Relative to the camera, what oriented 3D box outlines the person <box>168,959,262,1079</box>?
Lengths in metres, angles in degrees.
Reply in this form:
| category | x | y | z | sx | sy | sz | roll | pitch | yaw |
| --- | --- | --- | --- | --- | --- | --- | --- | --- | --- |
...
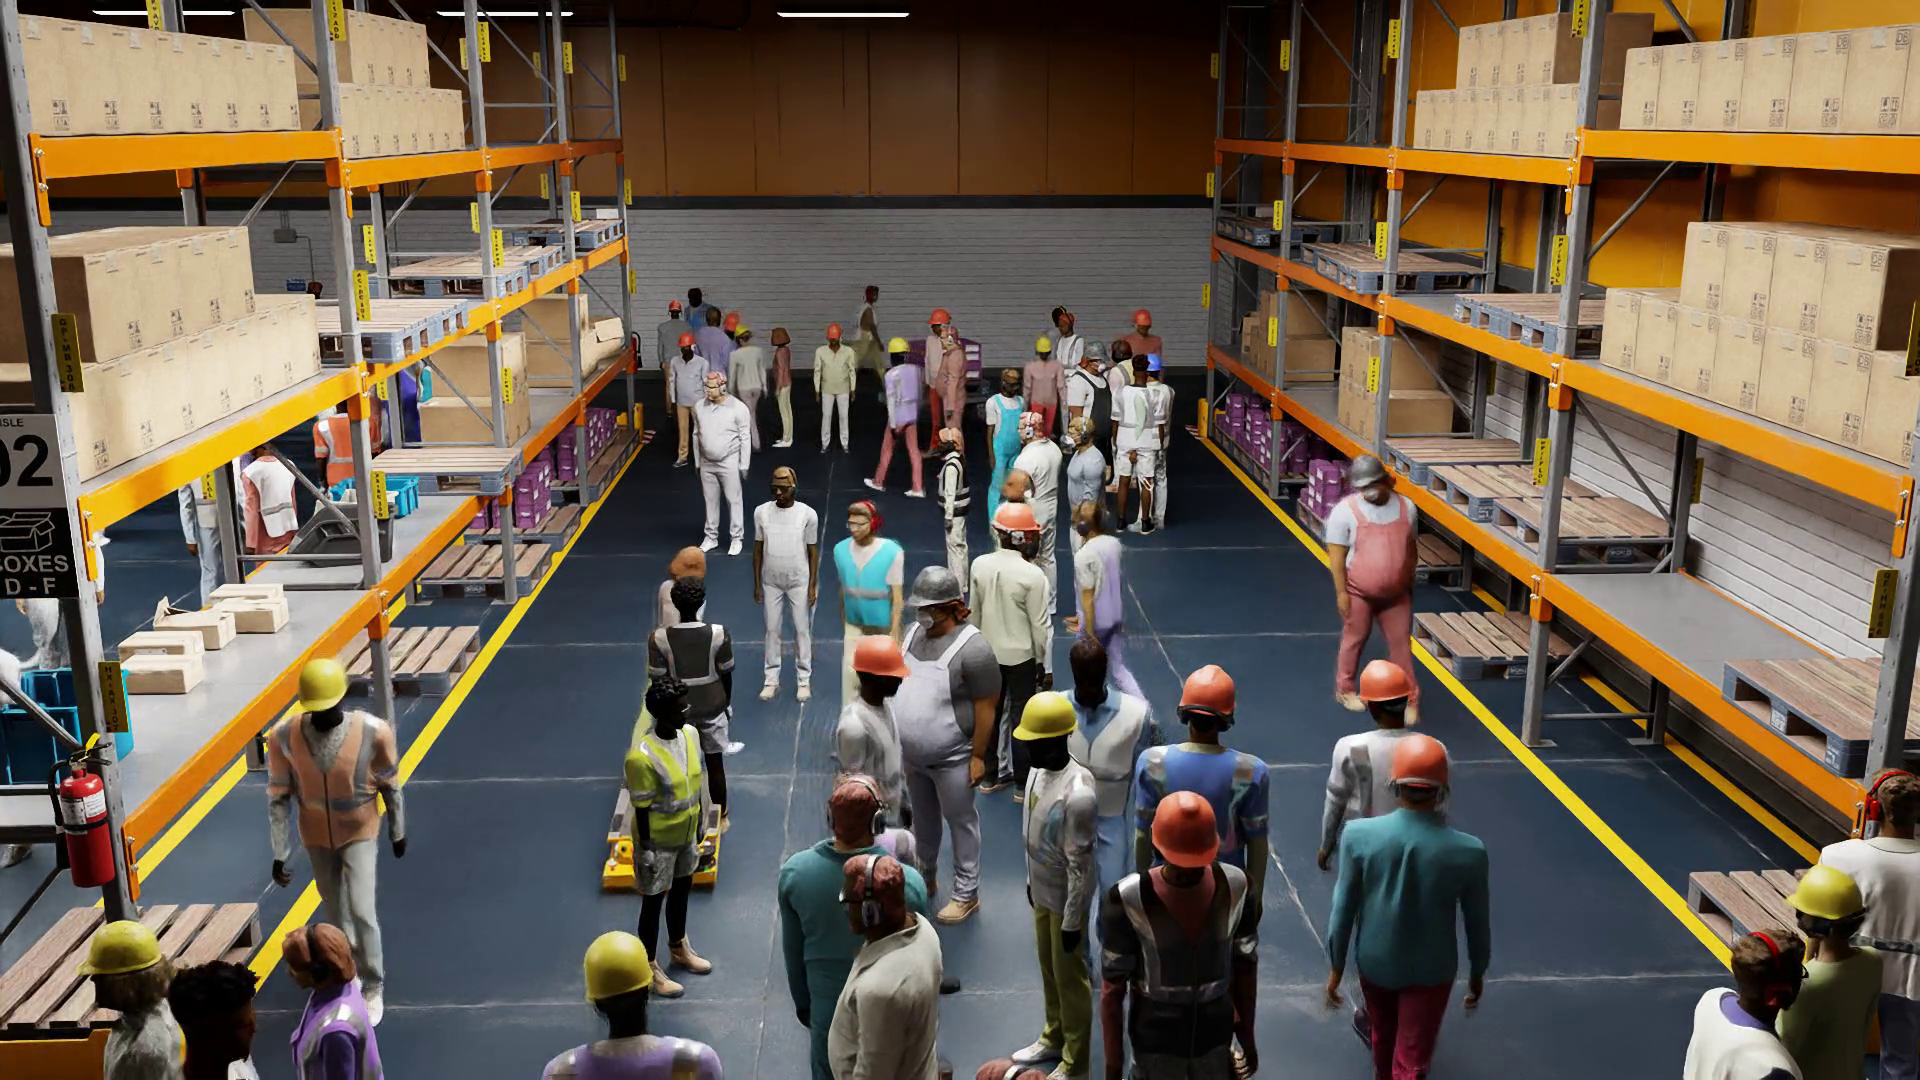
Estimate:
| category | x | y | z | sx | sy | sz | roll | pitch | yaw |
| --- | --- | --- | --- | --- | --- | --- | --- | --- | --- |
| person | -2.327 | 2.225 | 5.209 | 0.663 | 1.938 | 0.610 | 0 | 14 | -2 |

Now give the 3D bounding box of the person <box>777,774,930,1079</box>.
| category | x | y | z | sx | sy | sz | roll | pitch | yaw |
| --- | --- | --- | --- | --- | --- | --- | --- | --- | --- |
| person | -0.391 | 1.854 | 6.712 | 0.643 | 1.908 | 0.411 | 4 | 15 | 16 |

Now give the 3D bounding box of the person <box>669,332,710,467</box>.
| category | x | y | z | sx | sy | sz | roll | pitch | yaw |
| --- | --- | --- | --- | --- | --- | --- | --- | --- | --- |
| person | -3.470 | -1.794 | 21.329 | 0.563 | 1.753 | 0.335 | 4 | 15 | 15 |

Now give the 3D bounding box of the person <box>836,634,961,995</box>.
| category | x | y | z | sx | sy | sz | roll | pitch | yaw |
| --- | --- | --- | --- | --- | --- | --- | --- | --- | --- |
| person | -0.441 | 1.385 | 8.570 | 0.905 | 1.893 | 0.558 | 4 | 15 | 14 |

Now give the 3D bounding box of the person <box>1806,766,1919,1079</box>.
| category | x | y | z | sx | sy | sz | roll | pitch | yaw |
| --- | --- | --- | --- | --- | --- | --- | --- | --- | --- |
| person | 3.802 | 1.843 | 6.898 | 0.560 | 1.836 | 0.394 | 4 | 15 | 15 |

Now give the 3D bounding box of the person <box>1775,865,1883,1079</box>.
| category | x | y | z | sx | sy | sz | roll | pitch | yaw |
| --- | --- | --- | --- | --- | --- | --- | --- | --- | --- |
| person | 3.179 | 2.052 | 6.224 | 0.526 | 1.762 | 0.339 | -7 | 16 | -27 |

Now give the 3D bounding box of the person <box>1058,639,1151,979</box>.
| category | x | y | z | sx | sy | sz | roll | pitch | yaw |
| --- | --- | --- | --- | --- | --- | --- | --- | --- | --- |
| person | 0.662 | 1.406 | 8.483 | 0.618 | 1.898 | 0.443 | 2 | 14 | 9 |

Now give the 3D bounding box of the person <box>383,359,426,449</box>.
| category | x | y | z | sx | sy | sz | roll | pitch | yaw |
| --- | --- | --- | --- | --- | --- | --- | --- | --- | --- |
| person | -7.061 | -1.910 | 21.215 | 0.694 | 2.000 | 0.753 | 0 | 14 | 1 |

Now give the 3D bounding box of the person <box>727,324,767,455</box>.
| category | x | y | z | sx | sy | sz | roll | pitch | yaw |
| --- | --- | --- | --- | --- | --- | --- | --- | --- | --- |
| person | -2.894 | -2.029 | 22.287 | 0.541 | 1.728 | 0.812 | -11 | 18 | -37 |

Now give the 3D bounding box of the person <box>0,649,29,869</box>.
| category | x | y | z | sx | sy | sz | roll | pitch | yaw |
| --- | --- | --- | --- | --- | --- | --- | --- | --- | --- |
| person | -5.756 | 1.191 | 9.668 | 0.594 | 1.713 | 0.851 | -1 | 14 | -3 |

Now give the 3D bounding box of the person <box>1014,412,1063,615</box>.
| category | x | y | z | sx | sy | sz | roll | pitch | yaw |
| --- | --- | --- | --- | --- | --- | --- | --- | --- | --- |
| person | 0.648 | -0.202 | 14.807 | 0.400 | 1.900 | 0.648 | 9 | 17 | 32 |

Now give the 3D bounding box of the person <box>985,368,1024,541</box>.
| category | x | y | z | sx | sy | sz | roll | pitch | yaw |
| --- | --- | --- | --- | --- | --- | --- | --- | --- | --- |
| person | 0.500 | -0.919 | 17.726 | 0.506 | 1.843 | 0.346 | -12 | 19 | -40 |

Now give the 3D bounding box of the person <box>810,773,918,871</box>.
| category | x | y | z | sx | sy | sz | roll | pitch | yaw |
| --- | --- | --- | --- | --- | --- | --- | --- | --- | --- |
| person | -0.422 | 1.816 | 7.442 | 0.526 | 1.613 | 0.702 | -3 | 15 | -12 |

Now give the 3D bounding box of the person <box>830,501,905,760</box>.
| category | x | y | z | sx | sy | sz | roll | pitch | yaw |
| --- | --- | --- | --- | --- | --- | --- | --- | --- | --- |
| person | -0.621 | 0.588 | 11.890 | 0.590 | 1.808 | 0.933 | 6 | 15 | 22 |

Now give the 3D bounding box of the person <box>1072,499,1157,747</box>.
| category | x | y | z | sx | sy | sz | roll | pitch | yaw |
| --- | --- | --- | --- | --- | --- | --- | --- | --- | --- |
| person | 1.062 | 0.604 | 11.835 | 0.847 | 1.808 | 0.528 | 13 | 19 | 41 |

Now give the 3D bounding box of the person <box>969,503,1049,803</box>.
| category | x | y | z | sx | sy | sz | roll | pitch | yaw |
| --- | --- | --- | --- | --- | --- | --- | --- | --- | --- |
| person | 0.338 | 0.735 | 10.936 | 0.610 | 1.989 | 0.392 | 12 | 19 | 39 |

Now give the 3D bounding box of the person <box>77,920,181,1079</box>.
| category | x | y | z | sx | sy | sz | roll | pitch | yaw |
| --- | --- | --- | --- | --- | --- | --- | --- | --- | --- |
| person | -2.856 | 2.148 | 5.880 | 0.301 | 1.745 | 0.483 | -9 | 17 | -30 |

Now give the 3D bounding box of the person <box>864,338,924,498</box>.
| category | x | y | z | sx | sy | sz | roll | pitch | yaw |
| --- | --- | --- | --- | --- | --- | --- | --- | --- | --- |
| person | -0.763 | -1.462 | 19.769 | 0.598 | 1.886 | 0.941 | -13 | 19 | -42 |

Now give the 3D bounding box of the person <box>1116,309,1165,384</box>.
| category | x | y | z | sx | sy | sz | roll | pitch | yaw |
| --- | --- | --- | --- | --- | --- | --- | --- | --- | --- |
| person | 2.374 | -2.083 | 22.030 | 0.642 | 1.972 | 0.510 | -5 | 15 | -20 |

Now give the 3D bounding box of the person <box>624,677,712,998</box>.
| category | x | y | z | sx | sy | sz | roll | pitch | yaw |
| --- | --- | --- | --- | --- | --- | --- | --- | --- | --- |
| person | -1.492 | 1.503 | 8.526 | 0.321 | 1.689 | 0.529 | 8 | 16 | 29 |

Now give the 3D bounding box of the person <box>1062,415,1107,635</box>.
| category | x | y | z | sx | sy | sz | roll | pitch | yaw |
| --- | --- | --- | --- | --- | --- | --- | --- | --- | --- |
| person | 1.089 | -0.131 | 14.469 | 0.368 | 1.932 | 0.622 | -2 | 14 | -7 |

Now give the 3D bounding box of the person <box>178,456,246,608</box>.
| category | x | y | z | sx | sy | sz | roll | pitch | yaw |
| --- | --- | --- | --- | --- | --- | --- | --- | --- | --- |
| person | -6.444 | -0.100 | 14.387 | 0.396 | 1.908 | 0.600 | 9 | 17 | 32 |

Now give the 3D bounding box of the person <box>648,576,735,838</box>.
| category | x | y | z | sx | sy | sz | roll | pitch | yaw |
| --- | --- | --- | --- | --- | --- | --- | --- | --- | --- |
| person | -1.652 | 1.050 | 10.284 | 0.535 | 1.697 | 0.318 | -4 | 15 | -16 |

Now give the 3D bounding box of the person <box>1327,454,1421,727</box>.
| category | x | y | z | sx | sy | sz | roll | pitch | yaw |
| --- | --- | --- | --- | --- | --- | --- | --- | --- | --- |
| person | 3.113 | 0.334 | 12.409 | 0.702 | 2.000 | 0.614 | -2 | 14 | -6 |

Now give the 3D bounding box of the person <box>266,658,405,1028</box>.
| category | x | y | z | sx | sy | sz | roll | pitch | yaw |
| --- | --- | --- | --- | --- | --- | --- | --- | --- | --- |
| person | -3.084 | 1.480 | 8.212 | 0.597 | 1.893 | 0.734 | -1 | 14 | -4 |

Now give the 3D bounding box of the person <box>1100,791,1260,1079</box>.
| category | x | y | z | sx | sy | sz | roll | pitch | yaw |
| --- | --- | --- | --- | --- | --- | --- | --- | --- | --- |
| person | 0.847 | 1.892 | 6.328 | 0.622 | 2.028 | 0.409 | -3 | 15 | -10 |

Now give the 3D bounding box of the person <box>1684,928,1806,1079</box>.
| category | x | y | z | sx | sy | sz | roll | pitch | yaw |
| --- | --- | --- | --- | --- | --- | --- | --- | --- | --- |
| person | 2.596 | 2.168 | 5.594 | 0.390 | 1.848 | 0.565 | 0 | 14 | 0 |

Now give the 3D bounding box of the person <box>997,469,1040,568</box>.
| category | x | y | z | sx | sy | sz | roll | pitch | yaw |
| --- | --- | --- | --- | --- | --- | --- | --- | --- | --- |
| person | 0.457 | 0.188 | 13.824 | 0.451 | 1.613 | 0.515 | 10 | 18 | 35 |

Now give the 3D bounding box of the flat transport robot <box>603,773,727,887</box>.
| category | x | y | z | sx | sy | sz | roll | pitch | yaw |
| --- | --- | --- | --- | --- | --- | --- | --- | --- | --- |
| flat transport robot | -1.816 | 1.752 | 10.371 | 0.652 | 0.197 | 1.431 | -1 | 14 | -5 |

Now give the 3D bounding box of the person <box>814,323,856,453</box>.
| category | x | y | z | sx | sy | sz | roll | pitch | yaw |
| --- | --- | --- | --- | --- | --- | --- | --- | --- | --- |
| person | -1.671 | -2.030 | 22.264 | 0.573 | 1.746 | 0.345 | -1 | 14 | -4 |

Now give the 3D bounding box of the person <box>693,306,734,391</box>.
| category | x | y | z | sx | sy | sz | roll | pitch | yaw |
| --- | --- | --- | --- | --- | --- | --- | --- | --- | --- |
| person | -3.310 | -2.188 | 22.511 | 0.631 | 1.940 | 0.372 | 7 | 16 | 26 |

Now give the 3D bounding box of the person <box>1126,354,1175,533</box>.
| category | x | y | z | sx | sy | sz | roll | pitch | yaw |
| --- | --- | --- | --- | --- | --- | --- | --- | --- | --- |
| person | 2.061 | -1.043 | 17.998 | 0.384 | 1.948 | 0.605 | 13 | 19 | 42 |
